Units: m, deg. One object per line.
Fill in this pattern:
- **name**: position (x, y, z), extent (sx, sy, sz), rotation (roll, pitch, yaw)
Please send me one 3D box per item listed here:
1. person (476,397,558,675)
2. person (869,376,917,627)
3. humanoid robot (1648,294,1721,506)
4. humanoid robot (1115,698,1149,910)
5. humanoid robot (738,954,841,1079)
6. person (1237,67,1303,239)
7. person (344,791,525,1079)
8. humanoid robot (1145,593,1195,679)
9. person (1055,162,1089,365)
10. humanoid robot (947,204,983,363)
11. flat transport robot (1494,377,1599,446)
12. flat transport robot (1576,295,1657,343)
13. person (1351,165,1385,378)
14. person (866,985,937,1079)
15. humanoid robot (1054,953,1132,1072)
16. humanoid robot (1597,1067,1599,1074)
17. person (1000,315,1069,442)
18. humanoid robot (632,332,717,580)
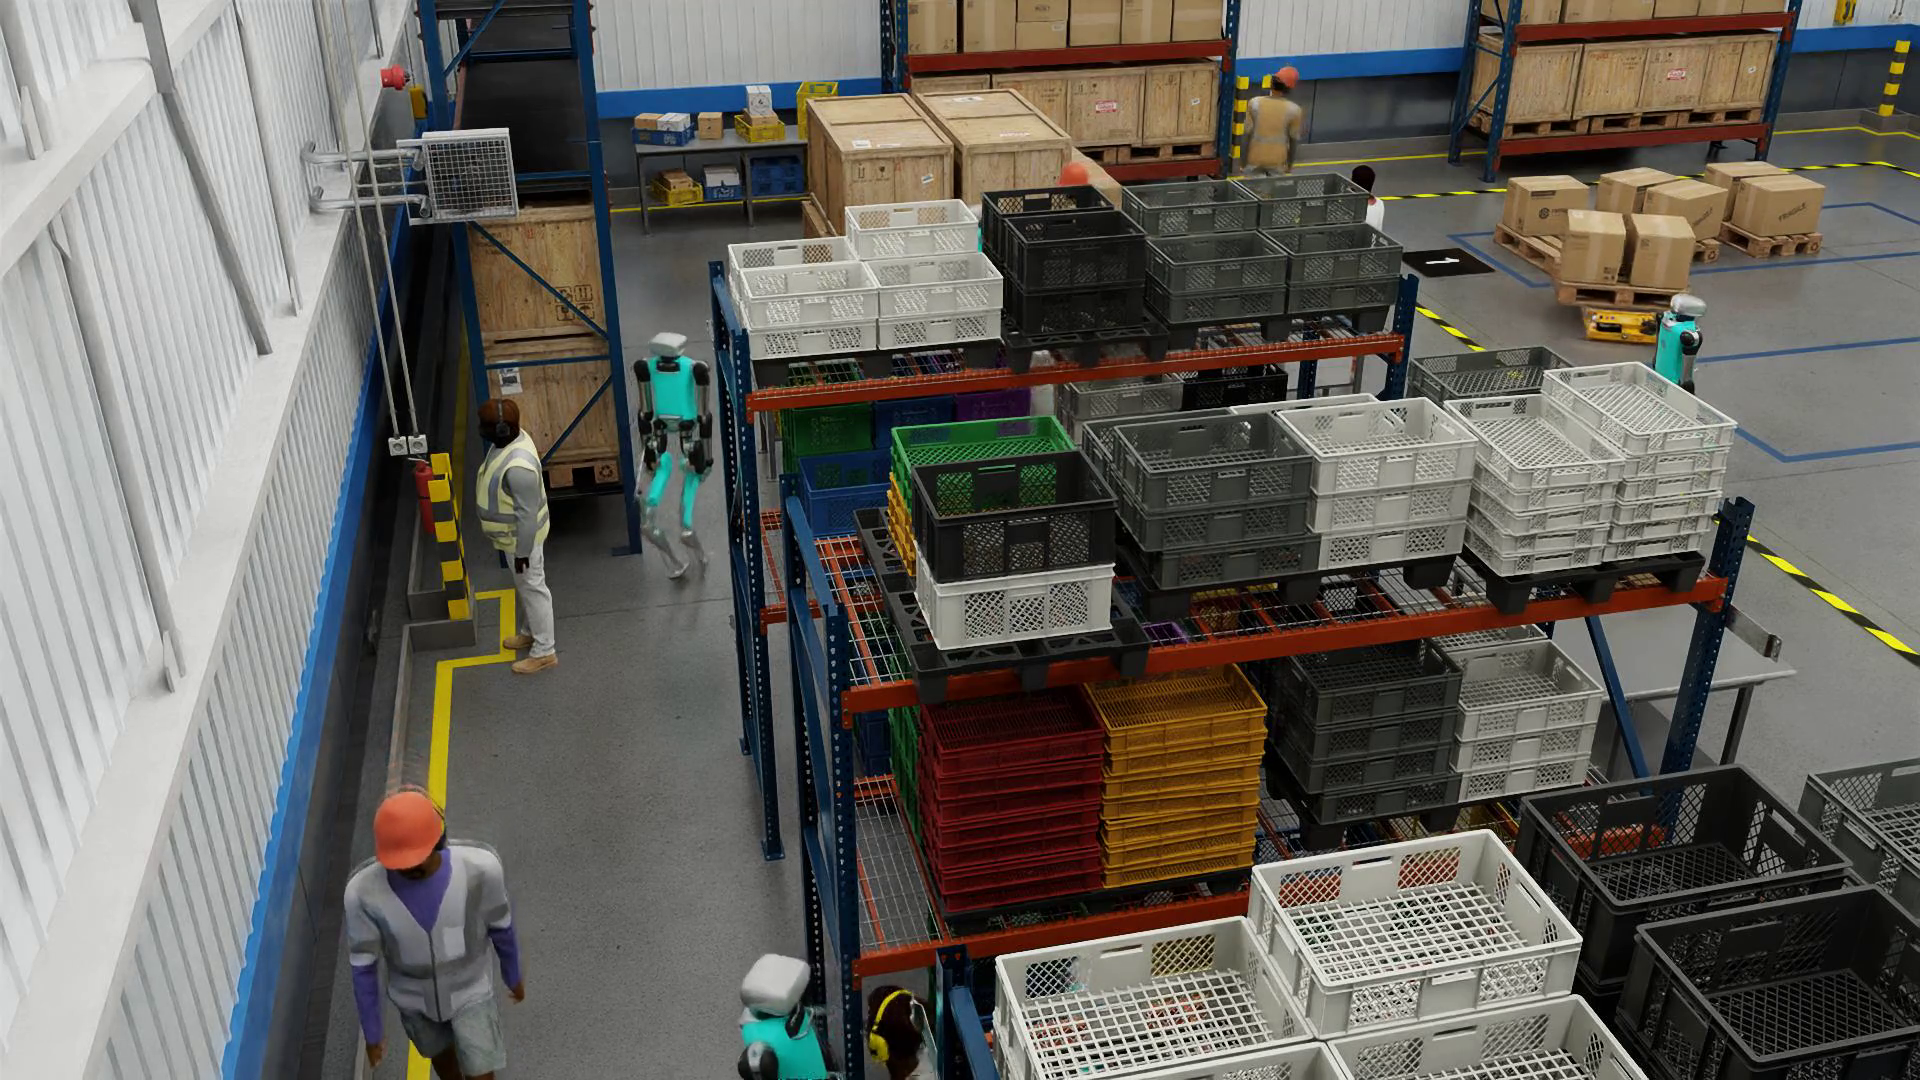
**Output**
- **person**: position (-2.784, -0.035, 10.425), extent (0.430, 1.845, 0.621), rotation (-10, 29, -18)
- **person**: position (-0.434, -0.229, 10.872), extent (0.522, 1.769, 0.315), rotation (5, 28, 10)
- **humanoid robot**: position (5.404, -1.001, 12.227), extent (0.735, 1.677, 0.533), rotation (-2, 28, -3)
- **humanoid robot**: position (0.772, 1.232, 8.191), extent (0.322, 1.655, 0.603), rotation (7, 29, 14)
- **humanoid robot**: position (-0.341, 2.289, 6.119), extent (1.036, 1.715, 0.531), rotation (5, 28, 9)
- **person**: position (3.323, -4.123, 18.036), extent (0.694, 1.991, 0.397), rotation (7, 29, 13)
- **person**: position (-2.069, 1.886, 6.620), extent (0.624, 1.990, 1.035), rotation (-6, 28, -11)
- **humanoid robot**: position (1.092, 0.936, 8.746), extent (0.347, 1.653, 0.610), rotation (5, 28, 9)
- **person**: position (0.962, -2.423, 14.875), extent (0.495, 1.922, 0.548), rotation (-14, 31, -25)
- **humanoid robot**: position (-0.050, -2.030, 14.335), extent (0.739, 1.789, 0.565), rotation (13, 31, 24)
- **flat transport robot**: position (4.780, -1.036, 14.013), extent (0.659, 0.231, 1.431), rotation (-6, 28, -12)
- **flat transport robot**: position (6.464, -2.296, 16.372), extent (0.652, 0.197, 1.431), rotation (6, 28, 11)
- **person**: position (3.539, -2.374, 14.786), extent (0.399, 1.916, 0.589), rotation (16, 32, 28)
- **person**: position (-0.134, 2.386, 5.879), extent (0.822, 1.808, 0.533), rotation (16, 32, 28)
- **humanoid robot**: position (0.734, 2.236, 6.245), extent (0.824, 1.780, 0.541), rotation (-7, 29, -13)
- **humanoid robot**: position (2.124, 2.451, 5.904), extent (0.597, 1.640, 0.593), rotation (-6, 28, -11)
- **person**: position (0.430, -1.179, 12.637), extent (0.776, 1.810, 0.380), rotation (-1, 28, -3)
- **humanoid robot**: position (-1.994, -0.483, 11.402), extent (0.531, 1.790, 0.809), rotation (5, 28, 9)
